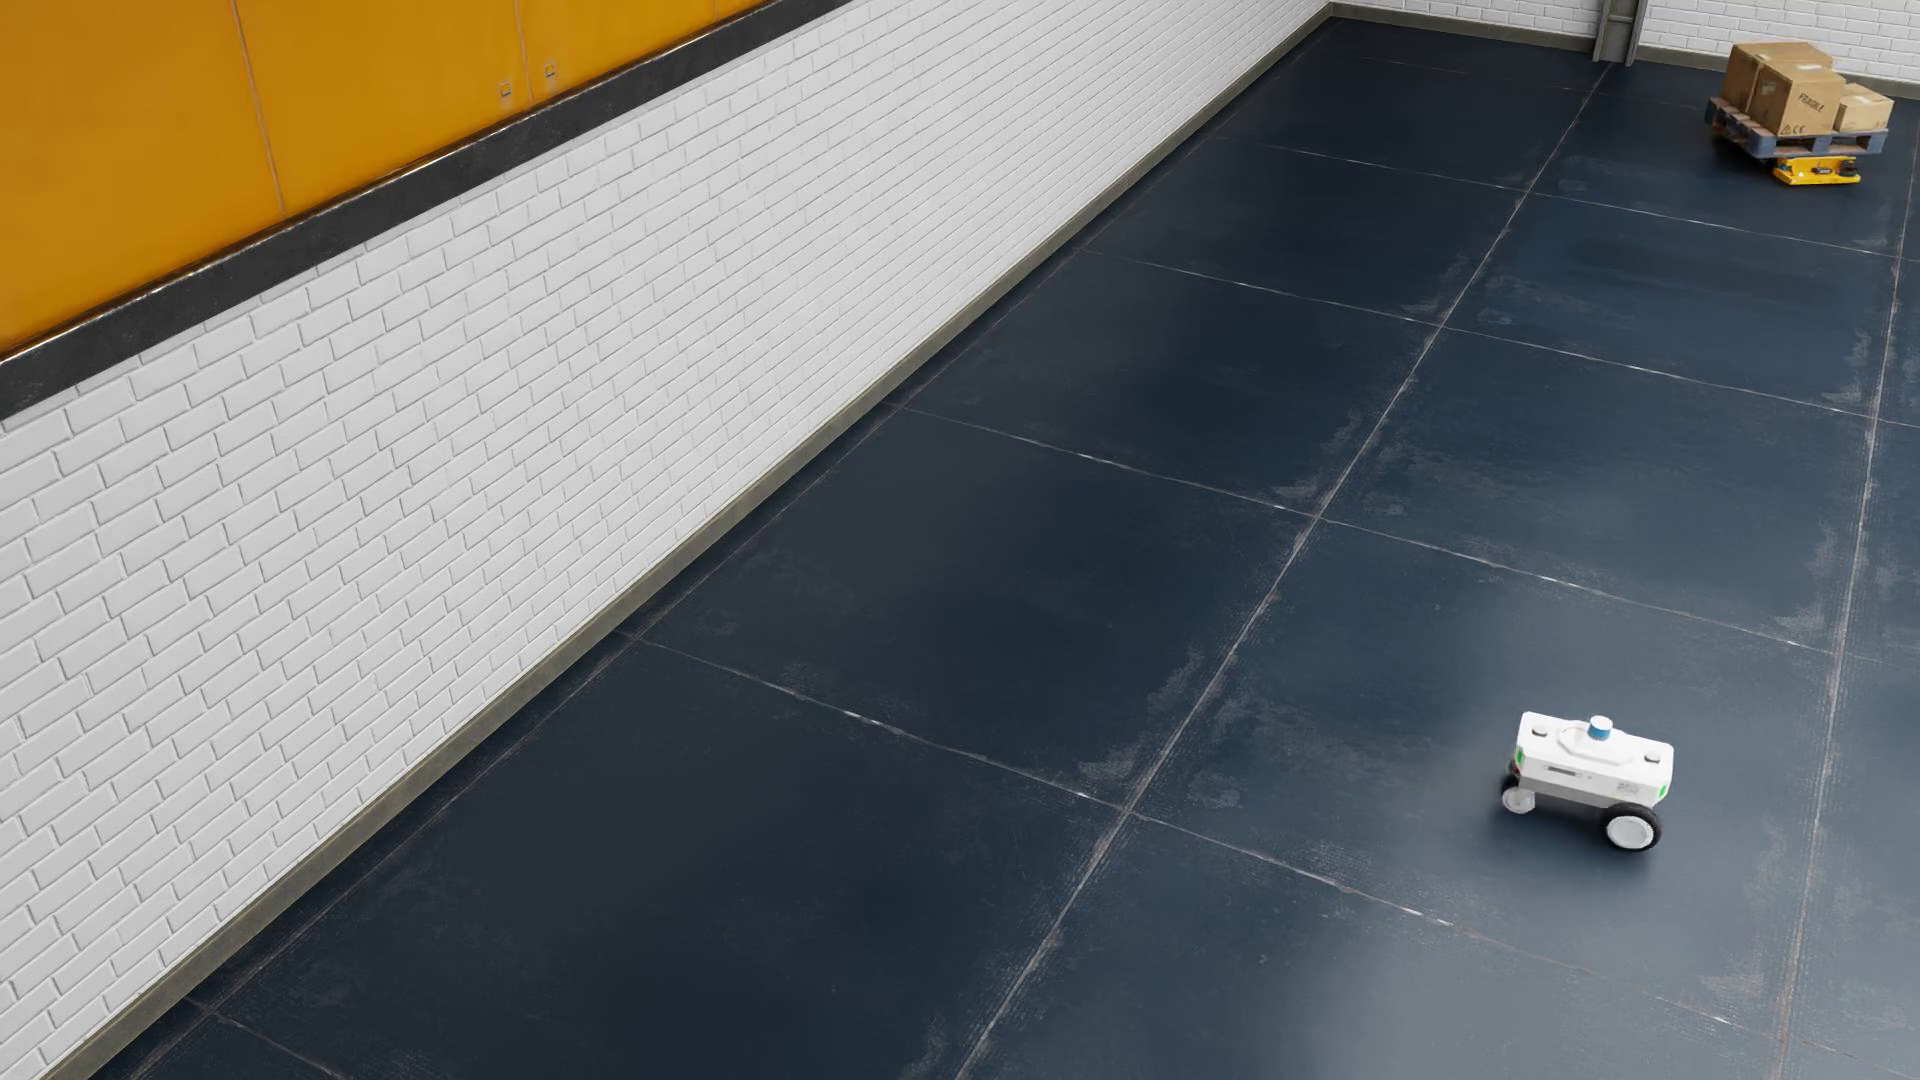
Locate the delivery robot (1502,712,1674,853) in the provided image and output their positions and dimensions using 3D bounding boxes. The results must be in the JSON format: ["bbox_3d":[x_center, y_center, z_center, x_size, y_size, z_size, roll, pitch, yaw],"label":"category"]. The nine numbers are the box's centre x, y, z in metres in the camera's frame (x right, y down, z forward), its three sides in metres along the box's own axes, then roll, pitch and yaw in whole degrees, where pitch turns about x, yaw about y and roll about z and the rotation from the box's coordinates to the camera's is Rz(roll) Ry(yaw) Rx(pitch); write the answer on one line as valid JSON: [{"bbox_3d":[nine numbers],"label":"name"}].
[{"bbox_3d":[3.054,1.112,8.061,0.788,0.587,0.499,13,36,18],"label":"delivery robot"}]

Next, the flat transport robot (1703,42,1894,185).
[{"bbox_3d":[7.637,-3.630,15.378,0.659,0.231,1.431,-4,34,-5],"label":"flat transport robot"}]
